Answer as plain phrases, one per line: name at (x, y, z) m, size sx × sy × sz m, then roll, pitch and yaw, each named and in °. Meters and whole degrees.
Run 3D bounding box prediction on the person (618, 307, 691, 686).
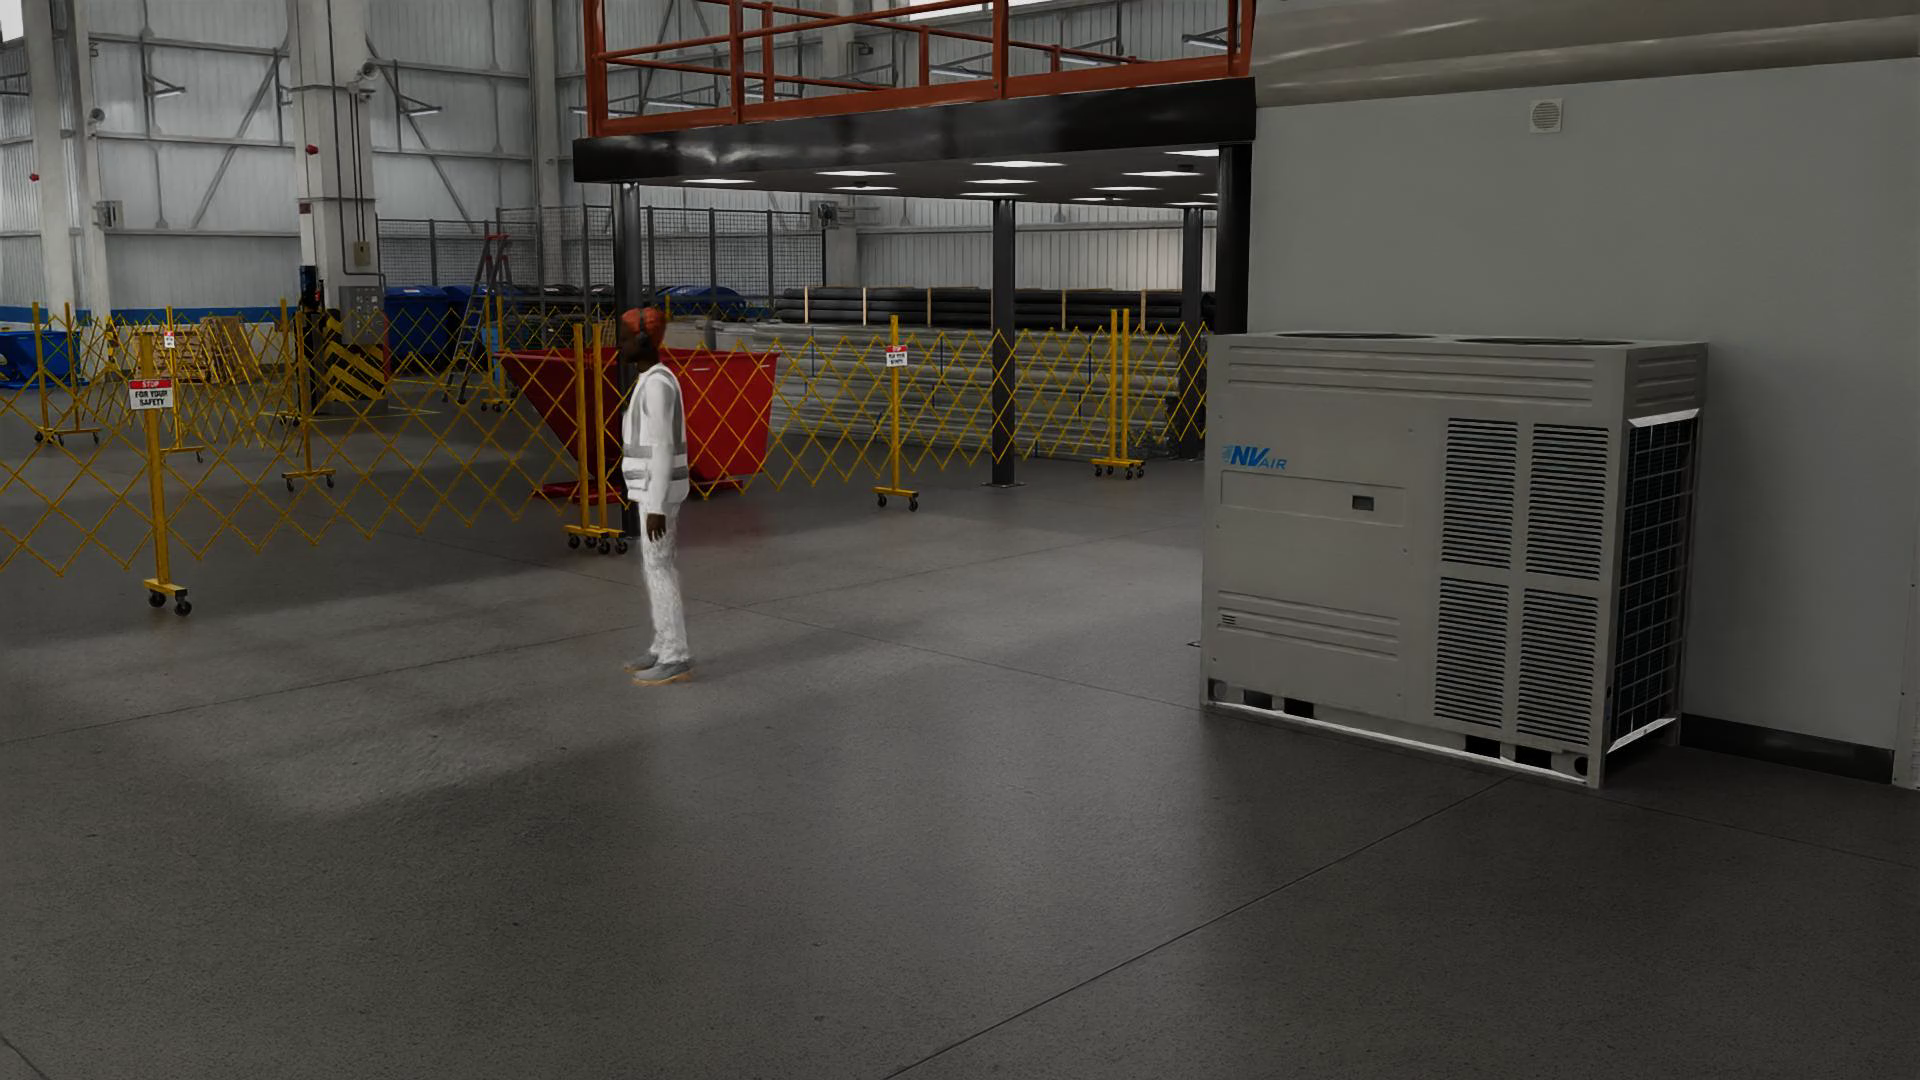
person at (-1.528, -0.219, 8.332) m, size 0.343 × 1.882 × 0.587 m, roll -2°, pitch 10°, yaw -13°
